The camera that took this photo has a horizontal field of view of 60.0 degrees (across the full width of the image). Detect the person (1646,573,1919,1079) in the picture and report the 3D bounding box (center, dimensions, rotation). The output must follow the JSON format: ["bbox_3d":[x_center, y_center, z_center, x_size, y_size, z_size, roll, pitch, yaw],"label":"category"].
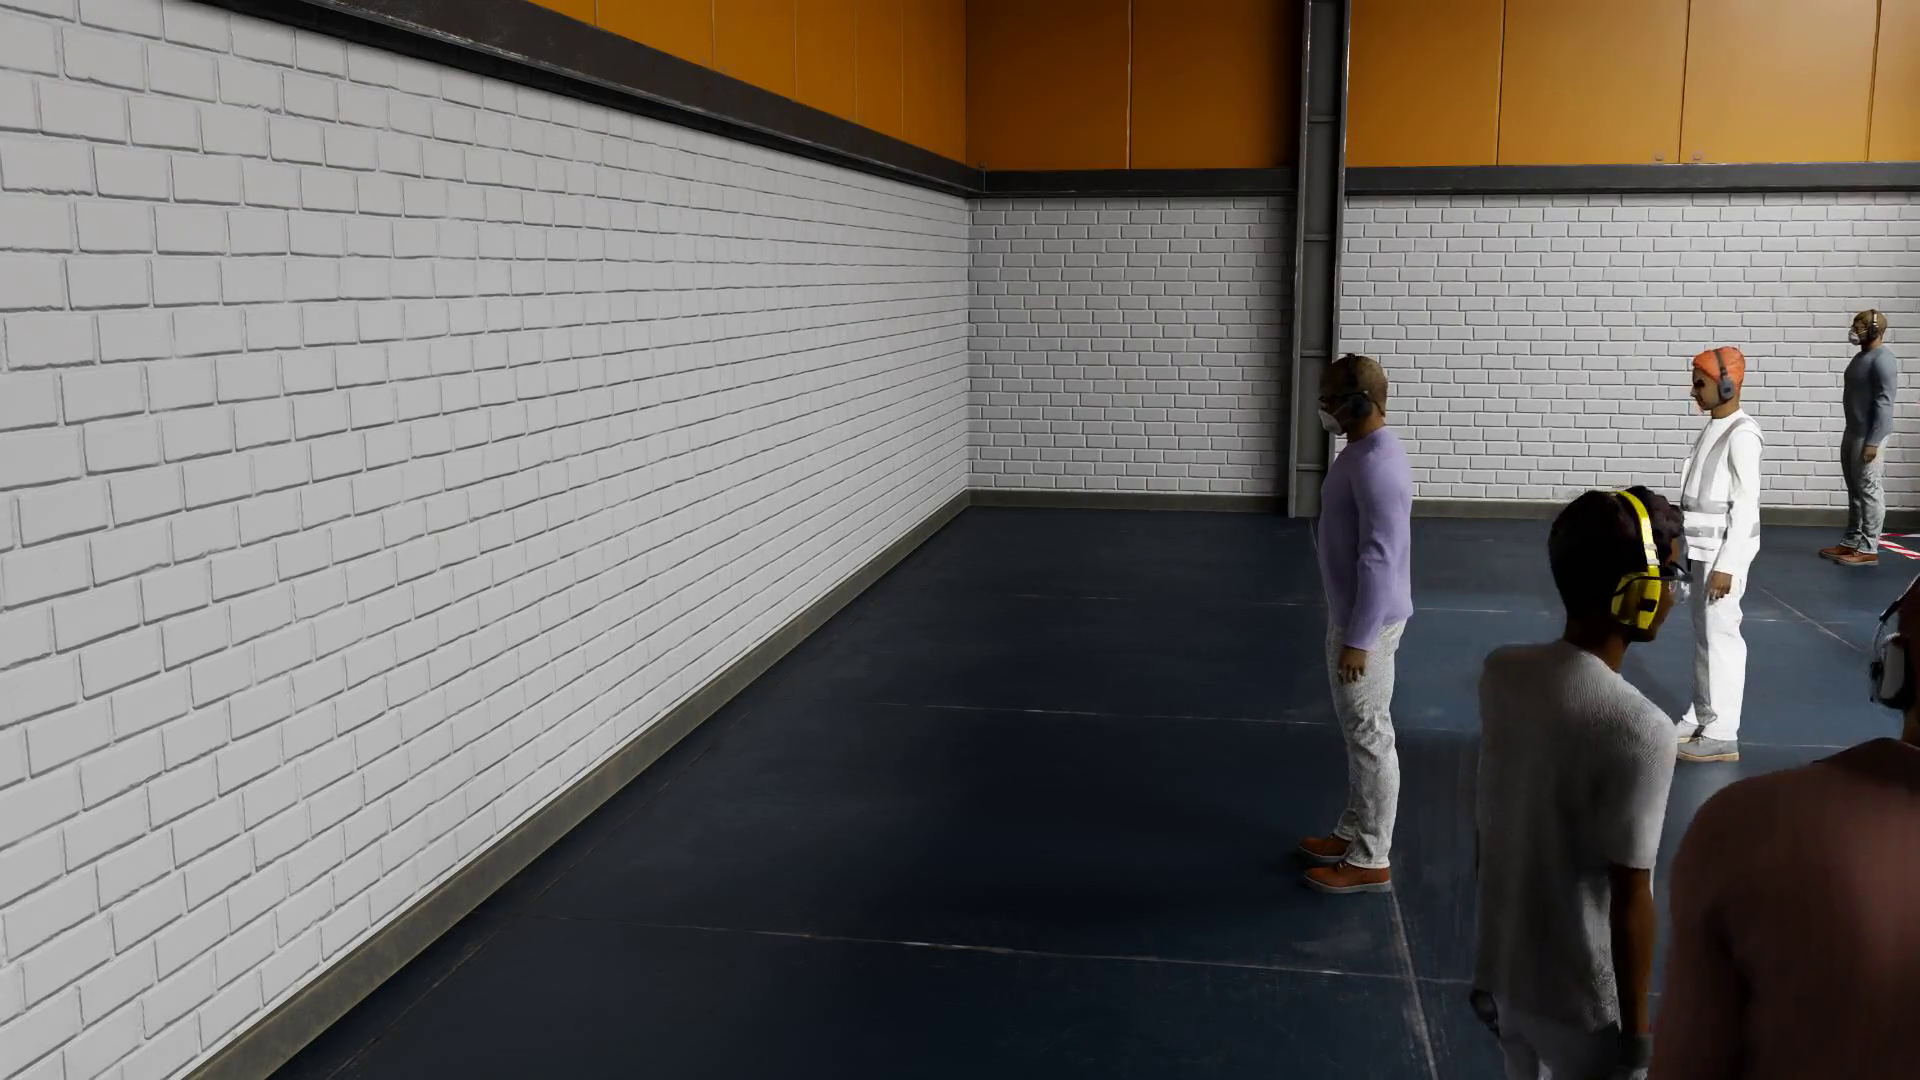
[{"bbox_3d":[1.206,0.947,2.093,0.670,1.884,0.493,5,10,28],"label":"person"}]

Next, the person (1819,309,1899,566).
[{"bbox_3d":[6.844,-0.774,12.598,0.371,1.940,0.627,2,9,10],"label":"person"}]

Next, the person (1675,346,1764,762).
[{"bbox_3d":[3.431,0.064,7.564,0.354,1.887,0.572,2,9,10],"label":"person"}]

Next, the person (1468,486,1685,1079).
[{"bbox_3d":[1.017,0.822,2.983,0.567,1.853,0.527,-2,9,-15],"label":"person"}]

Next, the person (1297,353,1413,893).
[{"bbox_3d":[1.429,0.299,5.965,0.371,1.933,0.627,2,9,10],"label":"person"}]
